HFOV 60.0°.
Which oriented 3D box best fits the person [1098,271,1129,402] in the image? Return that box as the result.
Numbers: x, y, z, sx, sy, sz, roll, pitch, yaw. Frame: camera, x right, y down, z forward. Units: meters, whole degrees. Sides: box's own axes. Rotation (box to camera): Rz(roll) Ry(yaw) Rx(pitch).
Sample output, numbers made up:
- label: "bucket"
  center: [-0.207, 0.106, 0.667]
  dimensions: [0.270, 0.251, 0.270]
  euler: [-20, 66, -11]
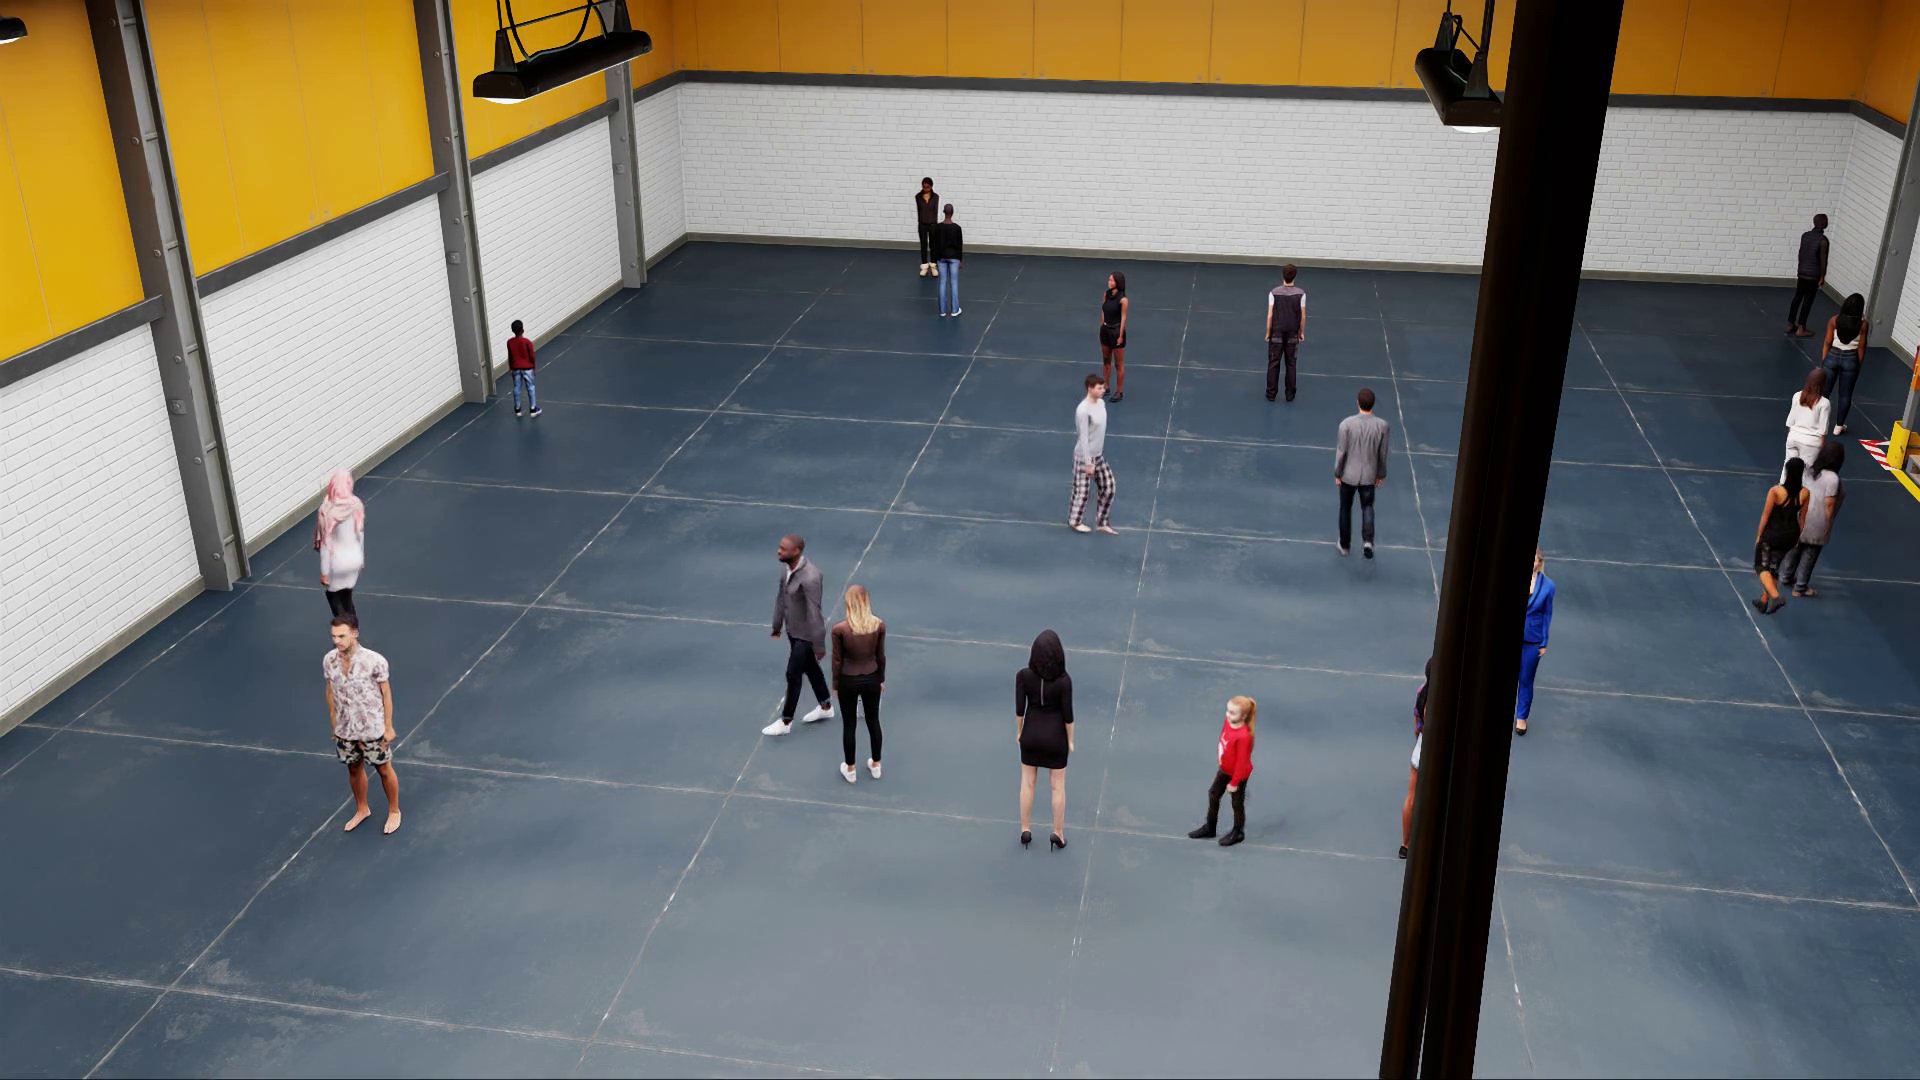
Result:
- label: "person"
  center: [2.048, -2.733, 22.209]
  dimensions: [0.720, 1.741, 0.674]
  euler: [-18, 29, -35]

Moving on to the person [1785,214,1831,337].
- label: "person"
  center: [12.757, -3.994, 24.973]
  dimensions: [0.839, 1.836, 0.675]
  euler: [-6, 24, -13]

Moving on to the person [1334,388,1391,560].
- label: "person"
  center: [4.158, -0.641, 17.278]
  dimensions: [0.742, 1.857, 0.939]
  euler: [1, 24, 3]

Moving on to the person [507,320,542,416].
- label: "person"
  center: [-5.725, -2.259, 21.735]
  dimensions: [0.516, 1.250, 0.501]
  euler: [2, 24, 5]

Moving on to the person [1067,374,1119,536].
- label: "person"
  center: [1.320, -0.933, 17.983]
  dimensions: [0.915, 1.827, 0.907]
  euler: [17, 29, 34]

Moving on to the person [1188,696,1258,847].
- label: "person"
  center: [2.114, 1.734, 12.573]
  dimensions: [0.731, 1.273, 0.696]
  euler: [-8, 25, -18]

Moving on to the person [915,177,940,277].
- label: "person"
  center: [-0.549, -5.358, 28.315]
  dimensions: [0.612, 1.660, 0.675]
  euler: [1, 24, 3]

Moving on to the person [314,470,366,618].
- label: "person"
  center: [-5.676, 0.253, 15.337]
  dimensions: [0.864, 1.773, 0.737]
  euler: [11, 26, 23]

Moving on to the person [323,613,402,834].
- label: "person"
  center: [-4.570, 1.375, 12.714]
  dimensions: [0.661, 1.819, 0.557]
  euler: [3, 24, 7]

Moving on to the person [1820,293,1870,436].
- label: "person"
  center: [11.115, -2.227, 20.965]
  dimensions: [0.733, 1.810, 0.743]
  euler: [16, 28, 32]

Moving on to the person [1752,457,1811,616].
- label: "person"
  center: [7.948, -0.008, 16.077]
  dimensions: [0.705, 1.658, 0.858]
  euler: [-2, 24, -4]

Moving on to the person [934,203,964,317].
- label: "person"
  center: [-0.183, -4.379, 25.964]
  dimensions: [0.594, 1.749, 0.528]
  euler: [3, 24, 7]

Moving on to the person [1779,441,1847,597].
- label: "person"
  center: [8.538, -0.232, 16.657]
  dimensions: [0.785, 1.604, 0.706]
  euler: [-4, 24, -9]

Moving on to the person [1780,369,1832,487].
- label: "person"
  center: [9.422, -1.103, 18.544]
  dimensions: [0.737, 1.689, 0.682]
  euler: [-16, 29, -33]

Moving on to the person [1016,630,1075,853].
- label: "person"
  center: [0.625, 1.510, 12.421]
  dimensions: [0.608, 1.806, 0.511]
  euler: [7, 25, 15]

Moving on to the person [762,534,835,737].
- label: "person"
  center: [-1.240, 0.777, 14.119]
  dimensions: [1.112, 1.789, 1.076]
  euler: [-12, 26, -25]

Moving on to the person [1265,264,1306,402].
- label: "person"
  center: [4.320, -2.760, 22.137]
  dimensions: [0.673, 1.848, 0.587]
  euler: [2, 24, 5]

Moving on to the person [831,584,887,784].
- label: "person"
  center: [-0.811, 1.154, 13.365]
  dimensions: [0.669, 1.702, 0.678]
  euler: [-9, 25, -20]
